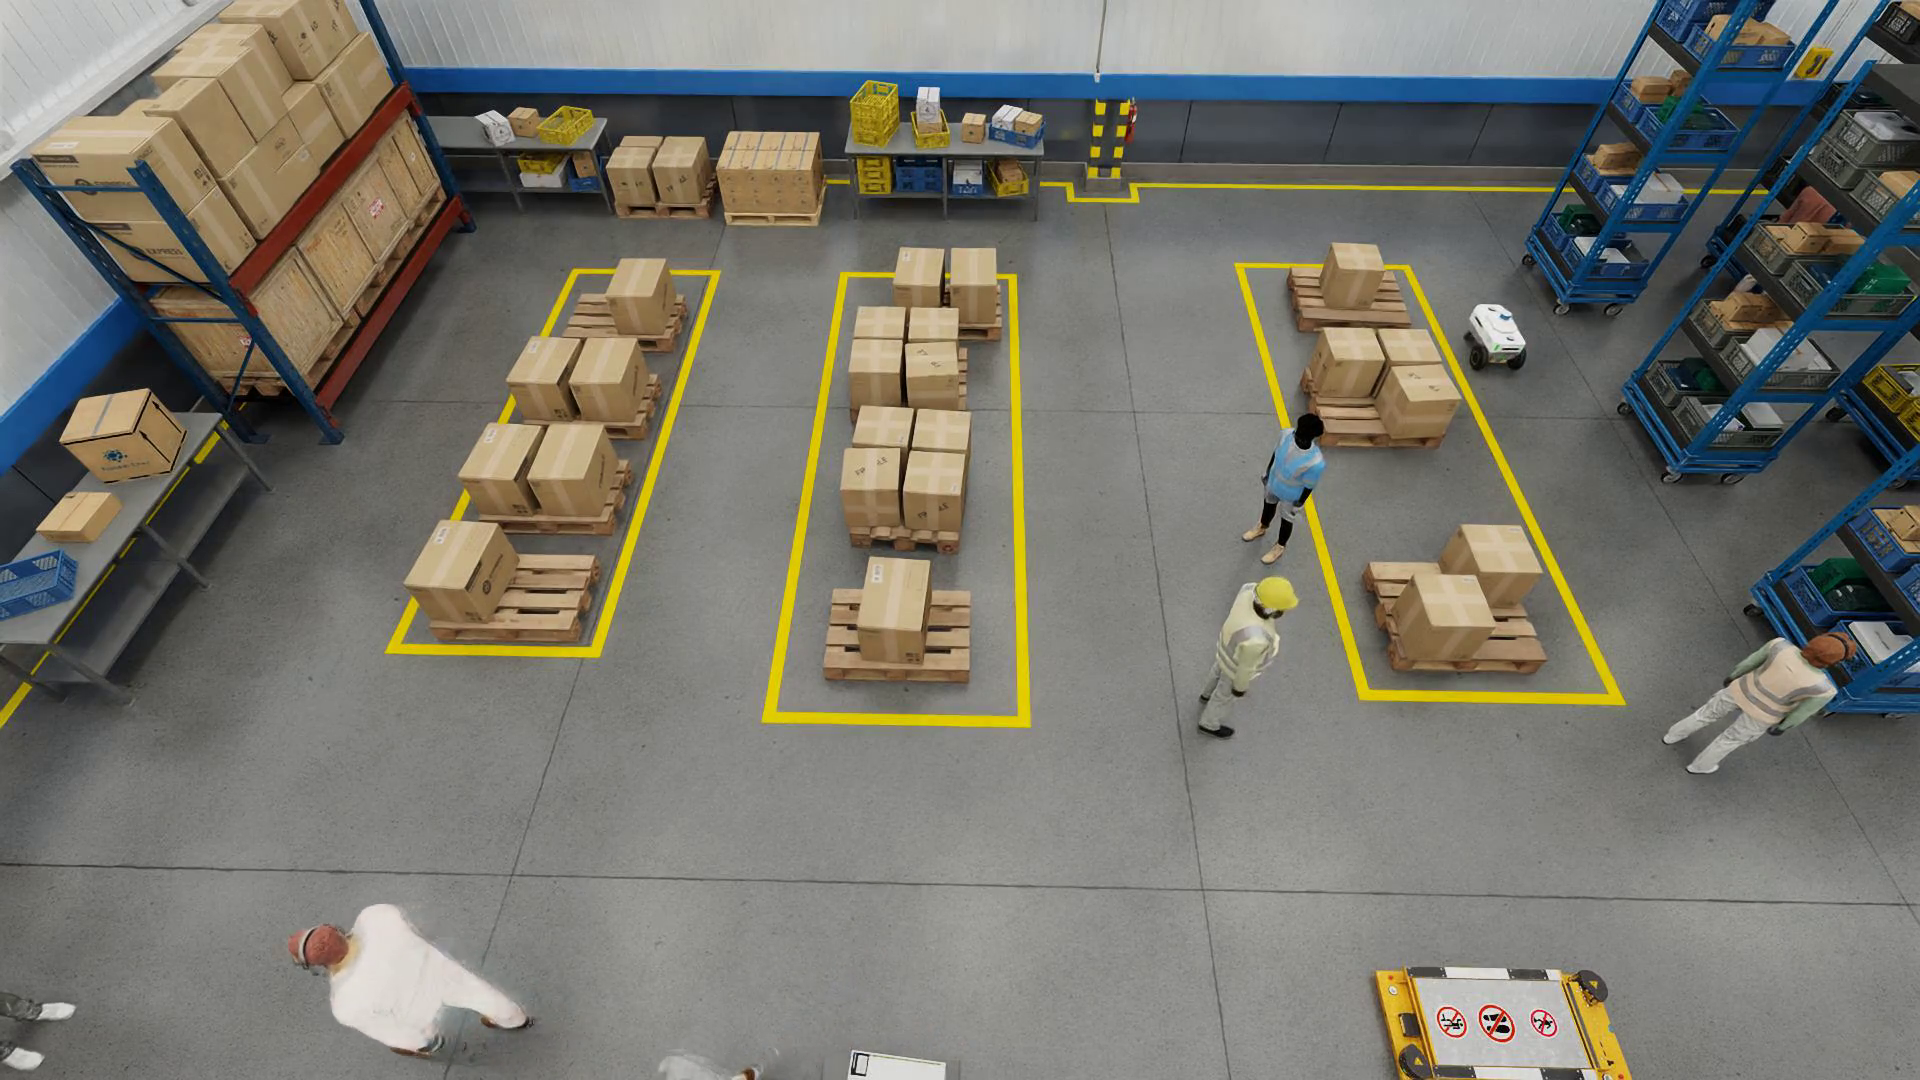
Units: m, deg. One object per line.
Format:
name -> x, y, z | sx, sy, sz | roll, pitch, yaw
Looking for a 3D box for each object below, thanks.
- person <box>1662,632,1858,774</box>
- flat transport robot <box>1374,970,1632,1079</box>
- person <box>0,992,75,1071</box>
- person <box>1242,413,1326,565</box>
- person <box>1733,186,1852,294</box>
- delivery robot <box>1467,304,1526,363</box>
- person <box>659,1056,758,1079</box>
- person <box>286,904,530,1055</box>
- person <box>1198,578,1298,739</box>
person -> 5.760, 1.179, 6.636 | 0.315, 1.632, 0.519 | -13, 52, -10
flat transport robot -> 3.501, 3.133, 5.914 | 1.431, 0.197, 0.652 | 1, 51, 1
person -> -6.069, 2.655, 5.257 | 0.402, 1.910, 0.598 | 1, 51, 1
person -> 2.823, -0.457, 7.931 | 0.320, 1.694, 0.534 | -20, 54, -15
person -> 9.080, -3.168, 9.957 | 0.412, 1.982, 0.622 | -20, 54, -15
delivery robot -> 5.919, -2.307, 10.108 | 0.477, 0.478, 0.707 | -1, 51, -1
person -> -1.339, 3.082, 4.954 | 0.553, 1.837, 0.419 | 28, 56, 21
person -> -3.251, 2.615, 5.321 | 0.897, 1.854, 0.649 | 0, 51, 0
person -> 2.089, 0.860, 6.774 | 0.403, 1.824, 0.593 | 9, 51, 7
